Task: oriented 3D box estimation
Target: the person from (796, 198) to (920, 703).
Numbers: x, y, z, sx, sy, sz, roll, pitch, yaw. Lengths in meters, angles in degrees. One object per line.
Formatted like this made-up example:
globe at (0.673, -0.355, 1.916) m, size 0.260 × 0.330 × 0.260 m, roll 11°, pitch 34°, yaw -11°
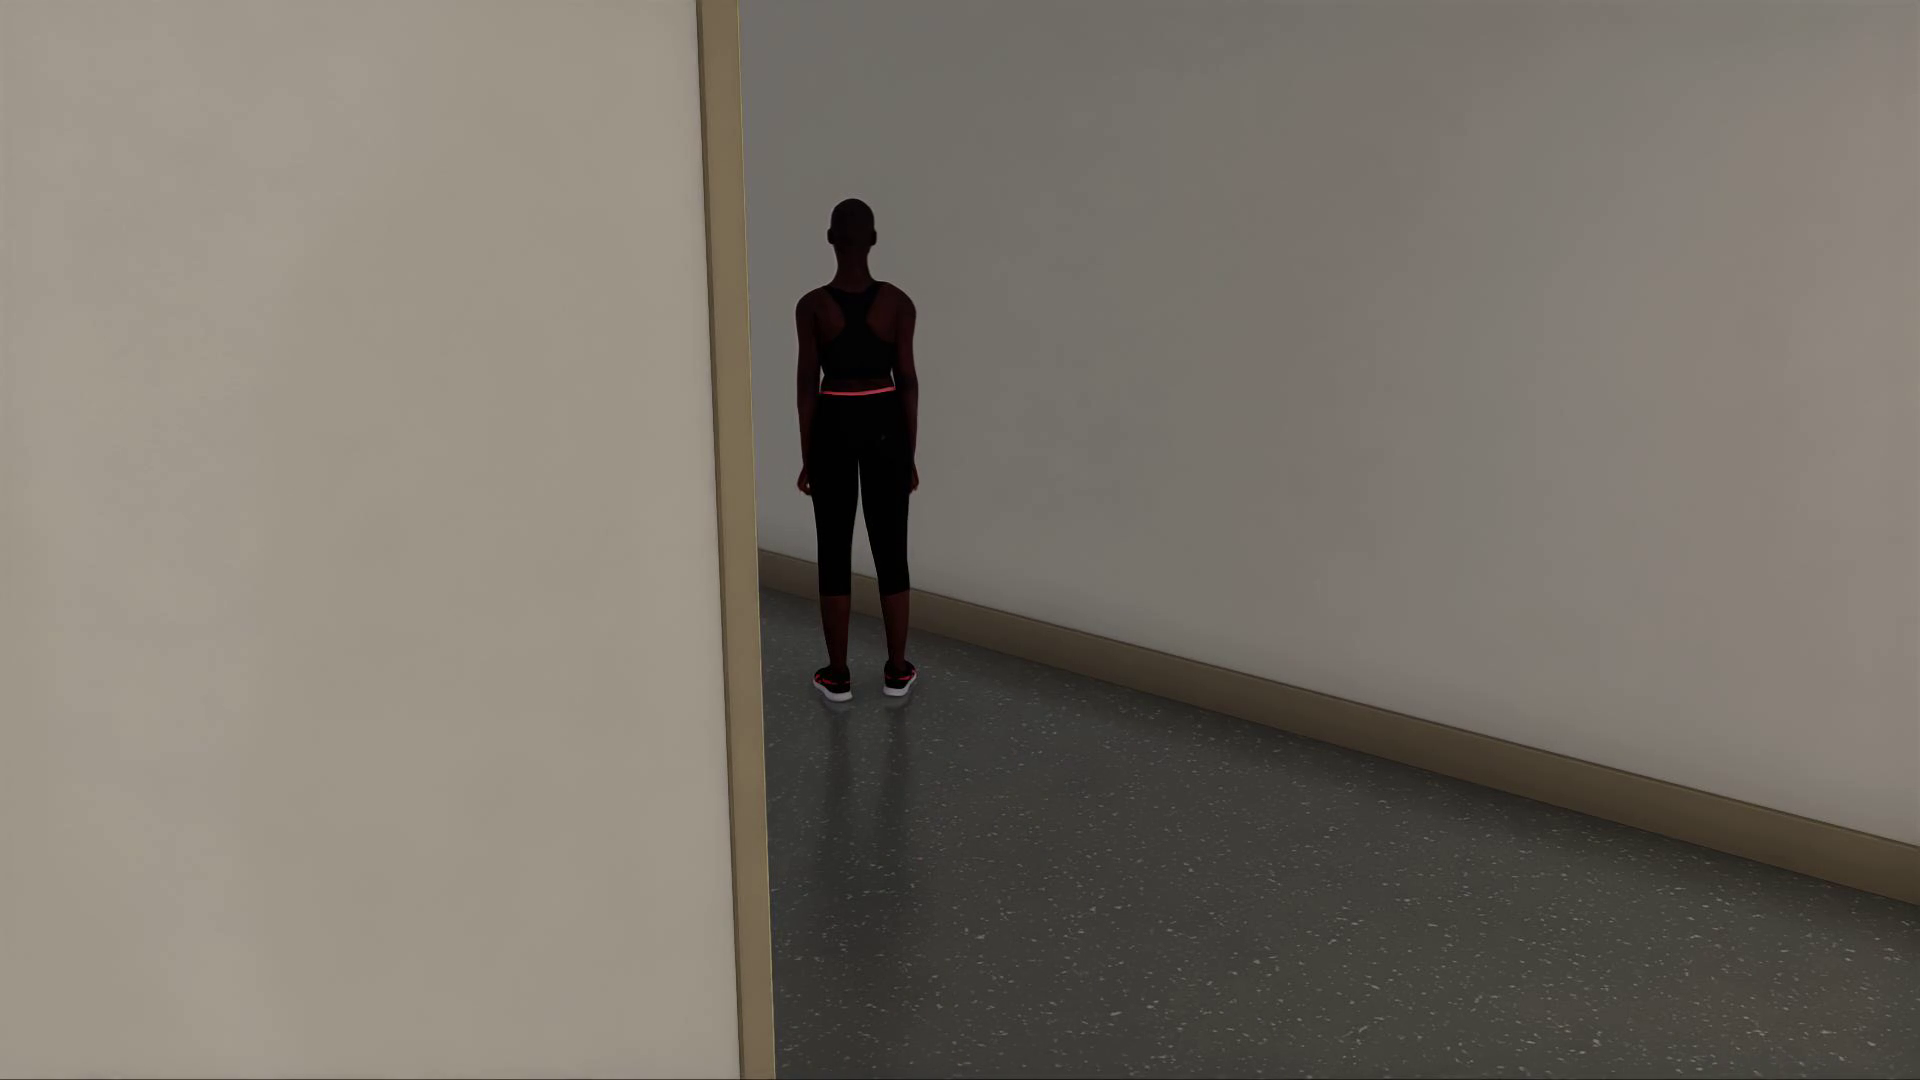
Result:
person at (-0.354, -0.302, 5.804) m, size 0.657 × 1.757 × 0.728 m, roll -2°, pitch 16°, yaw -8°
